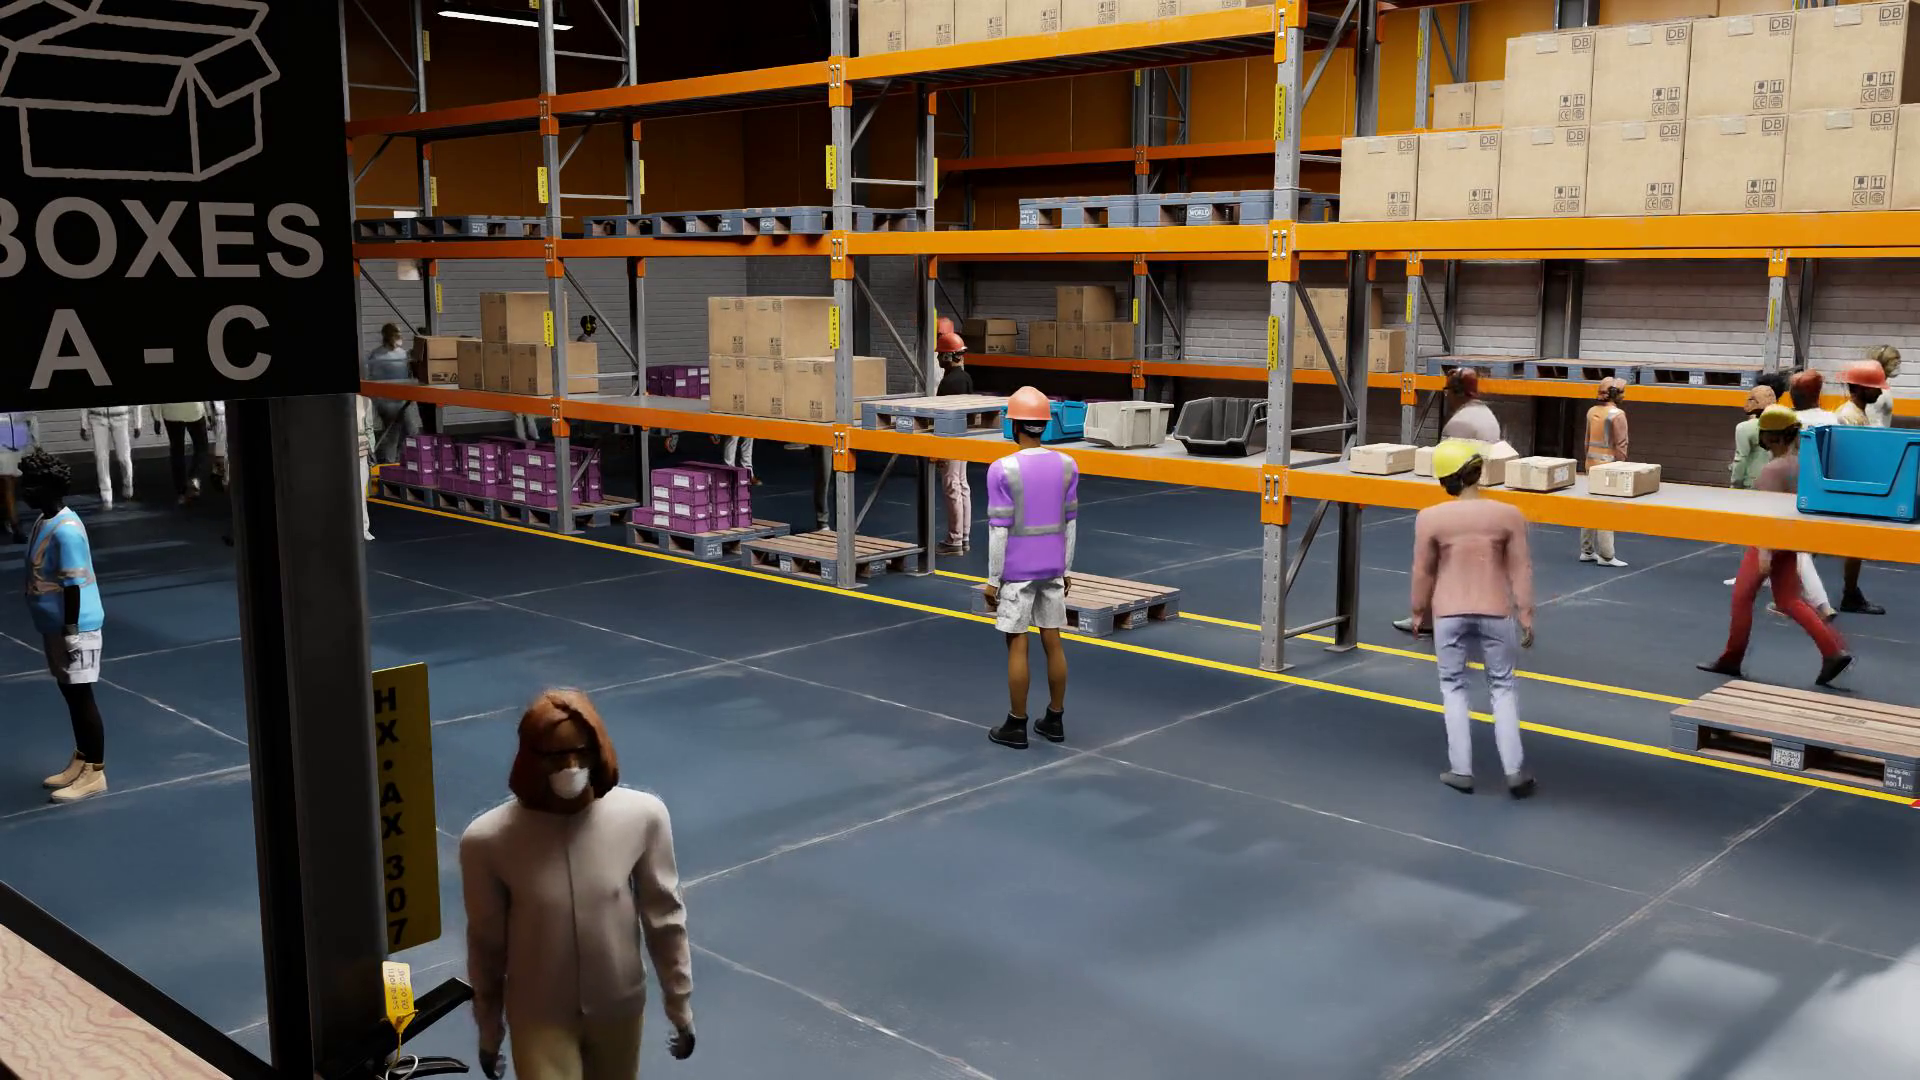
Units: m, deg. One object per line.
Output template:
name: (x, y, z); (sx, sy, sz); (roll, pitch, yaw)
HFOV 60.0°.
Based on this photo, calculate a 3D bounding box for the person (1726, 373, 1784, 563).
person: (6.890, -0.596, 14.299); (0.557, 1.669, 0.458); (-6, 11, -34)

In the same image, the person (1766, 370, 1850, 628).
person: (6.062, -0.282, 11.863); (0.584, 1.858, 0.886); (-1, 9, -9)

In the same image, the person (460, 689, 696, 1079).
person: (-0.924, 1.116, 4.015); (0.513, 1.599, 0.808); (-4, 10, -24)

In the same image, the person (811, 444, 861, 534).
person: (-1.192, -0.986, 15.955); (0.586, 1.915, 0.384); (-7, 11, -36)

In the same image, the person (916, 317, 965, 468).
person: (-0.251, -1.673, 19.952); (0.620, 1.995, 1.079); (-6, 11, -32)

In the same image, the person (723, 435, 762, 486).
person: (-2.556, -1.580, 19.509); (0.366, 1.938, 0.630); (9, 13, 43)

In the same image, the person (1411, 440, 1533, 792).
person: (2.506, 0.373, 8.181); (0.573, 1.722, 0.449); (2, 9, 9)

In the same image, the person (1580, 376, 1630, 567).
person: (5.572, -0.590, 14.362); (0.312, 1.638, 0.512); (-2, 10, -13)

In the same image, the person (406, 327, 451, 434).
person: (-7.131, -1.969, 22.346); (0.568, 1.806, 0.863); (0, 9, -1)

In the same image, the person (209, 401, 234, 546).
person: (-6.736, -0.875, 15.280); (0.552, 1.905, 0.568); (-3, 10, -18)

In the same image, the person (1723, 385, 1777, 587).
person: (6.396, -0.424, 13.355); (0.508, 1.632, 0.265); (-3, 10, -17)

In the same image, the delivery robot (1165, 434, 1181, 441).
delivery robot: (2.813, -1.191, 21.073); (0.477, 0.478, 0.707); (-6, 11, -30)

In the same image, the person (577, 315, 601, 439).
person: (-5.601, -2.447, 25.049); (0.313, 1.867, 0.528); (-5, 11, -28)

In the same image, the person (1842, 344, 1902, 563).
person: (7.875, -0.734, 14.389); (0.436, 1.918, 0.662); (4, 10, 22)

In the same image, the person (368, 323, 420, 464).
person: (-6.689, -1.604, 19.673); (0.426, 1.922, 0.660); (4, 10, 21)

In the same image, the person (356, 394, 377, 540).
person: (-5.735, -0.794, 15.601); (0.514, 1.642, 0.310); (-7, 12, -37)

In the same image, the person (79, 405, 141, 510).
person: (-9.116, -1.268, 17.844); (0.595, 1.866, 0.633); (-4, 10, -22)

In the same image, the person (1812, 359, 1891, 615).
person: (6.534, -0.397, 12.379); (0.696, 1.908, 0.554); (5, 10, 26)

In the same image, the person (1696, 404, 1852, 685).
person: (5.091, 0.029, 10.277); (0.533, 1.736, 0.821); (-9, 13, -44)

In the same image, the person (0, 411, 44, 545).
person: (-9.034, -0.923, 15.704); (1.002, 1.899, 0.553); (7, 12, 36)

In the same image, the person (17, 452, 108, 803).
person: (-4.329, 0.413, 8.051); (0.321, 1.694, 0.534); (-7, 12, -37)

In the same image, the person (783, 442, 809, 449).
person: (-2.340, -2.277, 23.643); (0.391, 1.986, 0.609); (2, 9, 11)

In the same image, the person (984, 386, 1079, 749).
person: (0.367, 0.150, 8.907); (0.544, 1.939, 0.355); (-5, 11, -29)

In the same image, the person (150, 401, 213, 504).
person: (-8.434, -1.361, 18.035); (0.640, 1.975, 0.476); (-3, 10, -17)

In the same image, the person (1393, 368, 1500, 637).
person: (3.424, -0.255, 11.580); (0.837, 1.870, 0.666); (8, 12, 39)

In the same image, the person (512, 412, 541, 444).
person: (-5.985, -2.078, 22.633); (0.447, 1.910, 0.603); (9, 13, 44)

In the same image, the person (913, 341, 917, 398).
person: (-0.387, -2.158, 23.168); (0.643, 1.905, 0.400); (-6, 11, -32)

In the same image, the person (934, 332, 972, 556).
person: (-0.074, -0.858, 14.909); (0.381, 1.994, 0.622); (3, 10, 16)
